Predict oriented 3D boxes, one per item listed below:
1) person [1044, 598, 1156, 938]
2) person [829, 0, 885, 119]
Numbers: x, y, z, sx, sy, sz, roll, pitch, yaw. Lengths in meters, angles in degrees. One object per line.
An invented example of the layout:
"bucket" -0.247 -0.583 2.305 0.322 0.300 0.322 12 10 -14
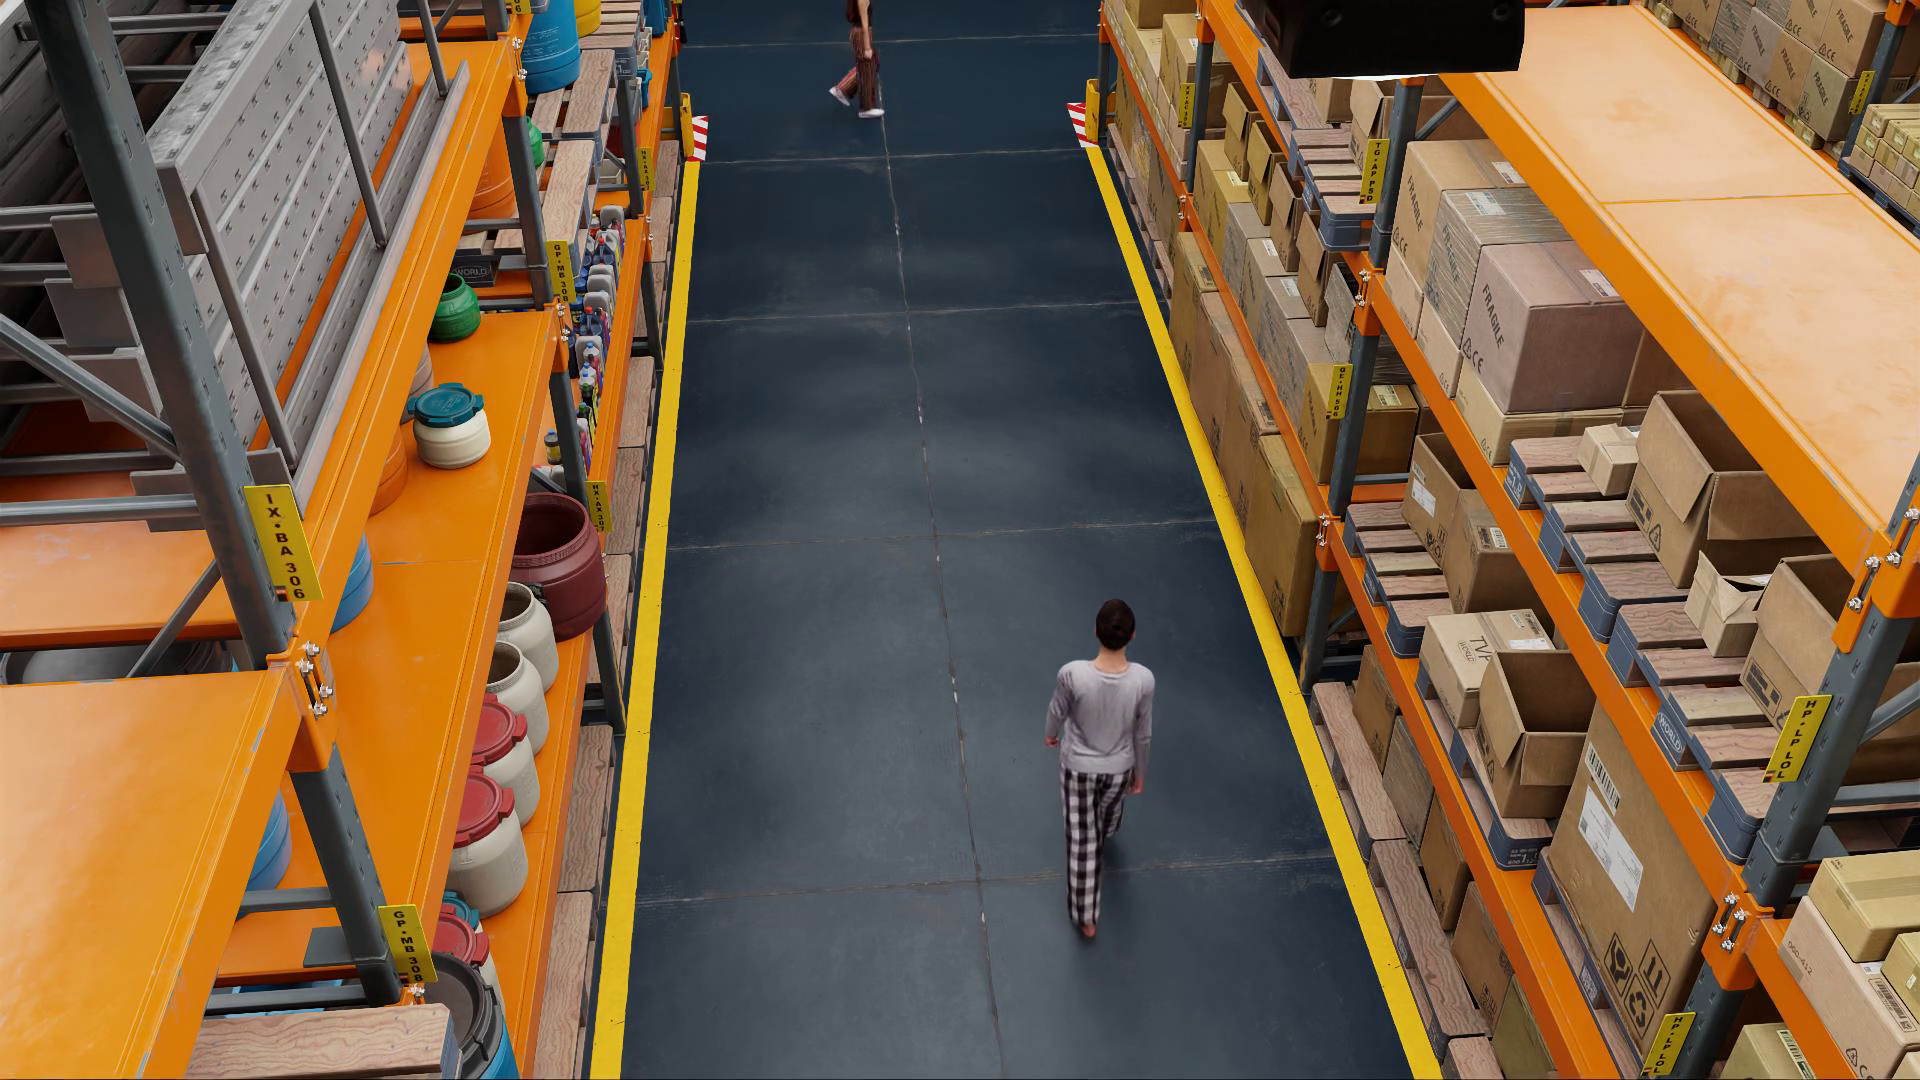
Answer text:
"person" 0.666 1.147 8.021 0.687 1.799 1.160 -1 37 -1
"person" -1.028 -4.842 16.103 0.607 1.551 0.682 -2 37 -3
